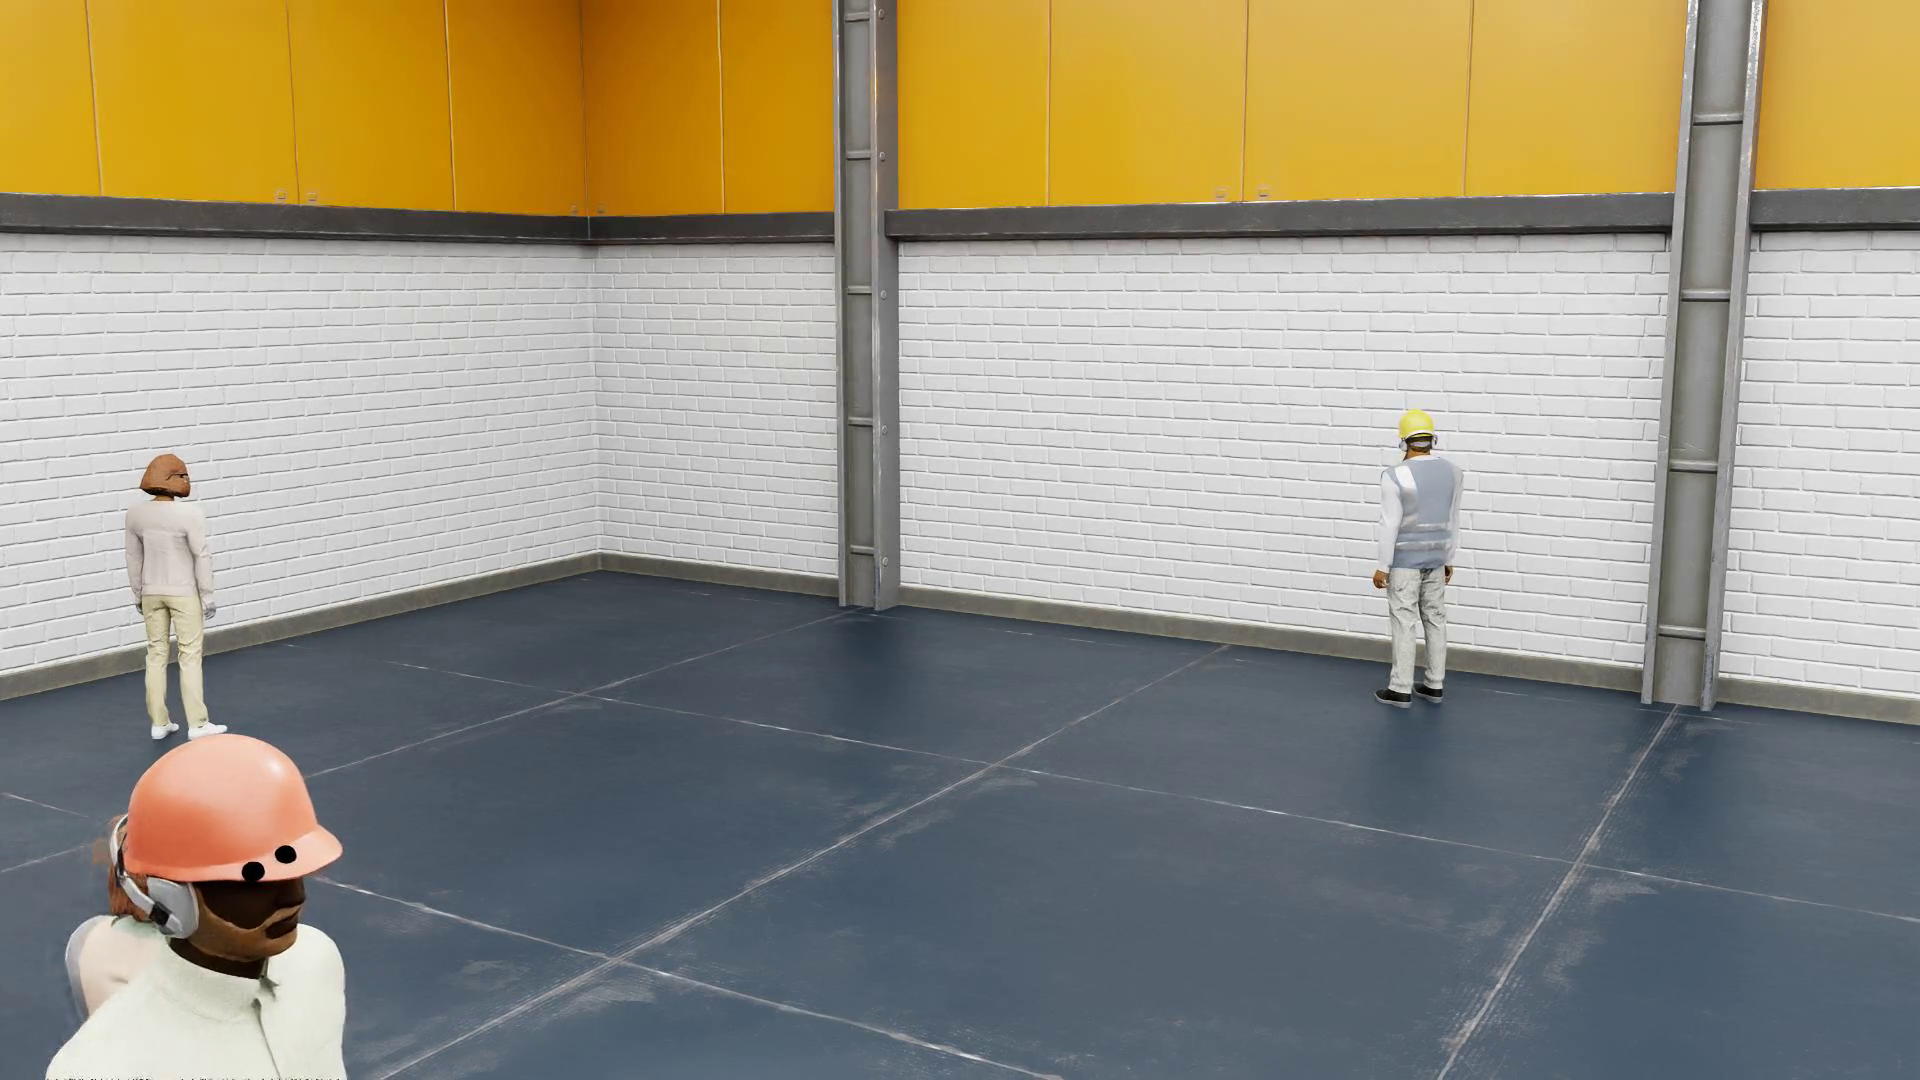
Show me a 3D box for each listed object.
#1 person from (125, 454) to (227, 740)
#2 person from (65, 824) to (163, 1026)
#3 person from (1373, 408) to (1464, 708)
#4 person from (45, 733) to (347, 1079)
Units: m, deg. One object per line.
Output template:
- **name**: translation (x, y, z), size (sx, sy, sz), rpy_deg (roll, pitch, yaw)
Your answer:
- **person**: translation (-4.469, 0.326, 9.453), size (0.503, 1.631, 0.282), rpy_deg (2, 9, 10)
- **person**: translation (-1.635, 1.315, 3.406), size (0.525, 1.604, 0.839), rpy_deg (3, 10, 19)
- **person**: translation (2.780, 0.111, 10.188), size (0.593, 1.828, 0.403), rpy_deg (-4, 10, -23)
- **person**: translation (-1.070, 1.259, 2.508), size (0.395, 1.994, 0.612), rpy_deg (2, 9, 11)
